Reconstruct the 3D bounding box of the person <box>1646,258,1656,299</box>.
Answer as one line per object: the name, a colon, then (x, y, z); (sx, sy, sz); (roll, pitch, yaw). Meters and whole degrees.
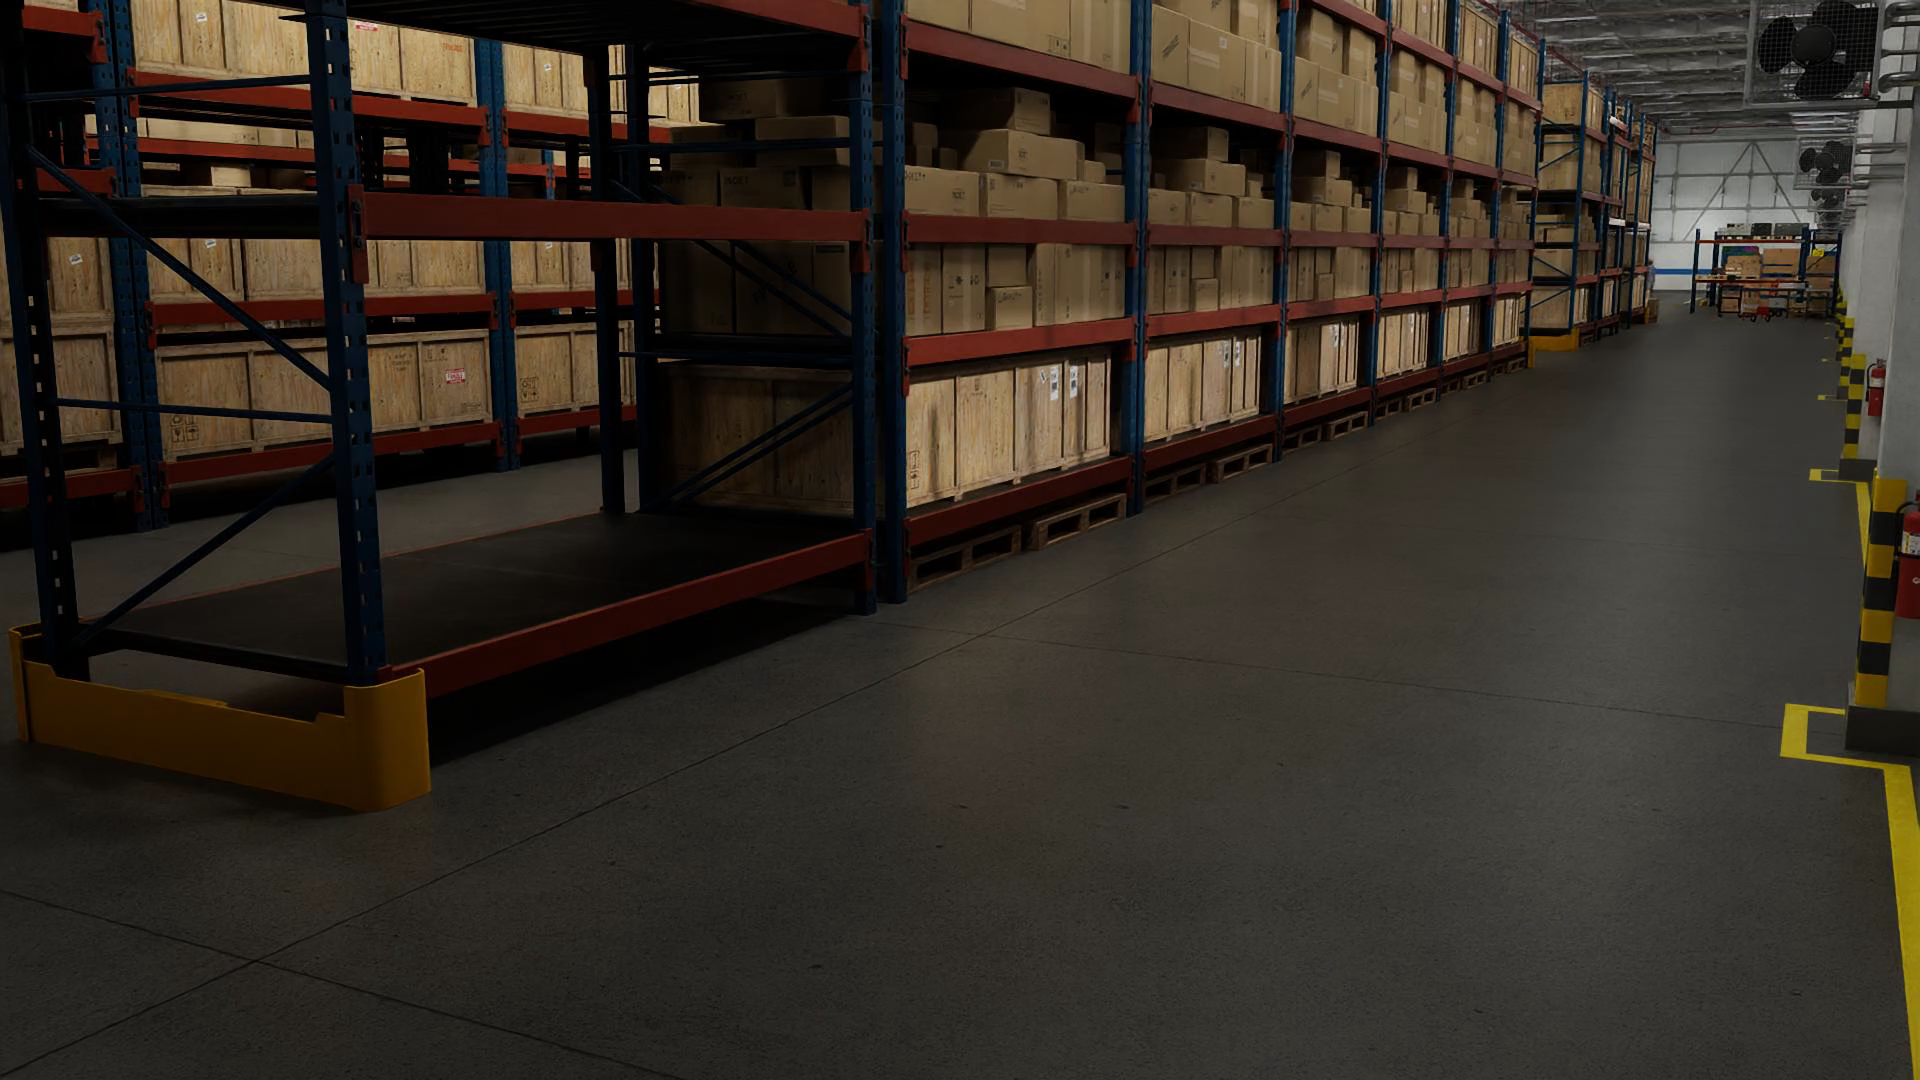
person: (32.511, -12.285, 78.273); (0.572, 1.903, 0.861); (9, 13, 43)
